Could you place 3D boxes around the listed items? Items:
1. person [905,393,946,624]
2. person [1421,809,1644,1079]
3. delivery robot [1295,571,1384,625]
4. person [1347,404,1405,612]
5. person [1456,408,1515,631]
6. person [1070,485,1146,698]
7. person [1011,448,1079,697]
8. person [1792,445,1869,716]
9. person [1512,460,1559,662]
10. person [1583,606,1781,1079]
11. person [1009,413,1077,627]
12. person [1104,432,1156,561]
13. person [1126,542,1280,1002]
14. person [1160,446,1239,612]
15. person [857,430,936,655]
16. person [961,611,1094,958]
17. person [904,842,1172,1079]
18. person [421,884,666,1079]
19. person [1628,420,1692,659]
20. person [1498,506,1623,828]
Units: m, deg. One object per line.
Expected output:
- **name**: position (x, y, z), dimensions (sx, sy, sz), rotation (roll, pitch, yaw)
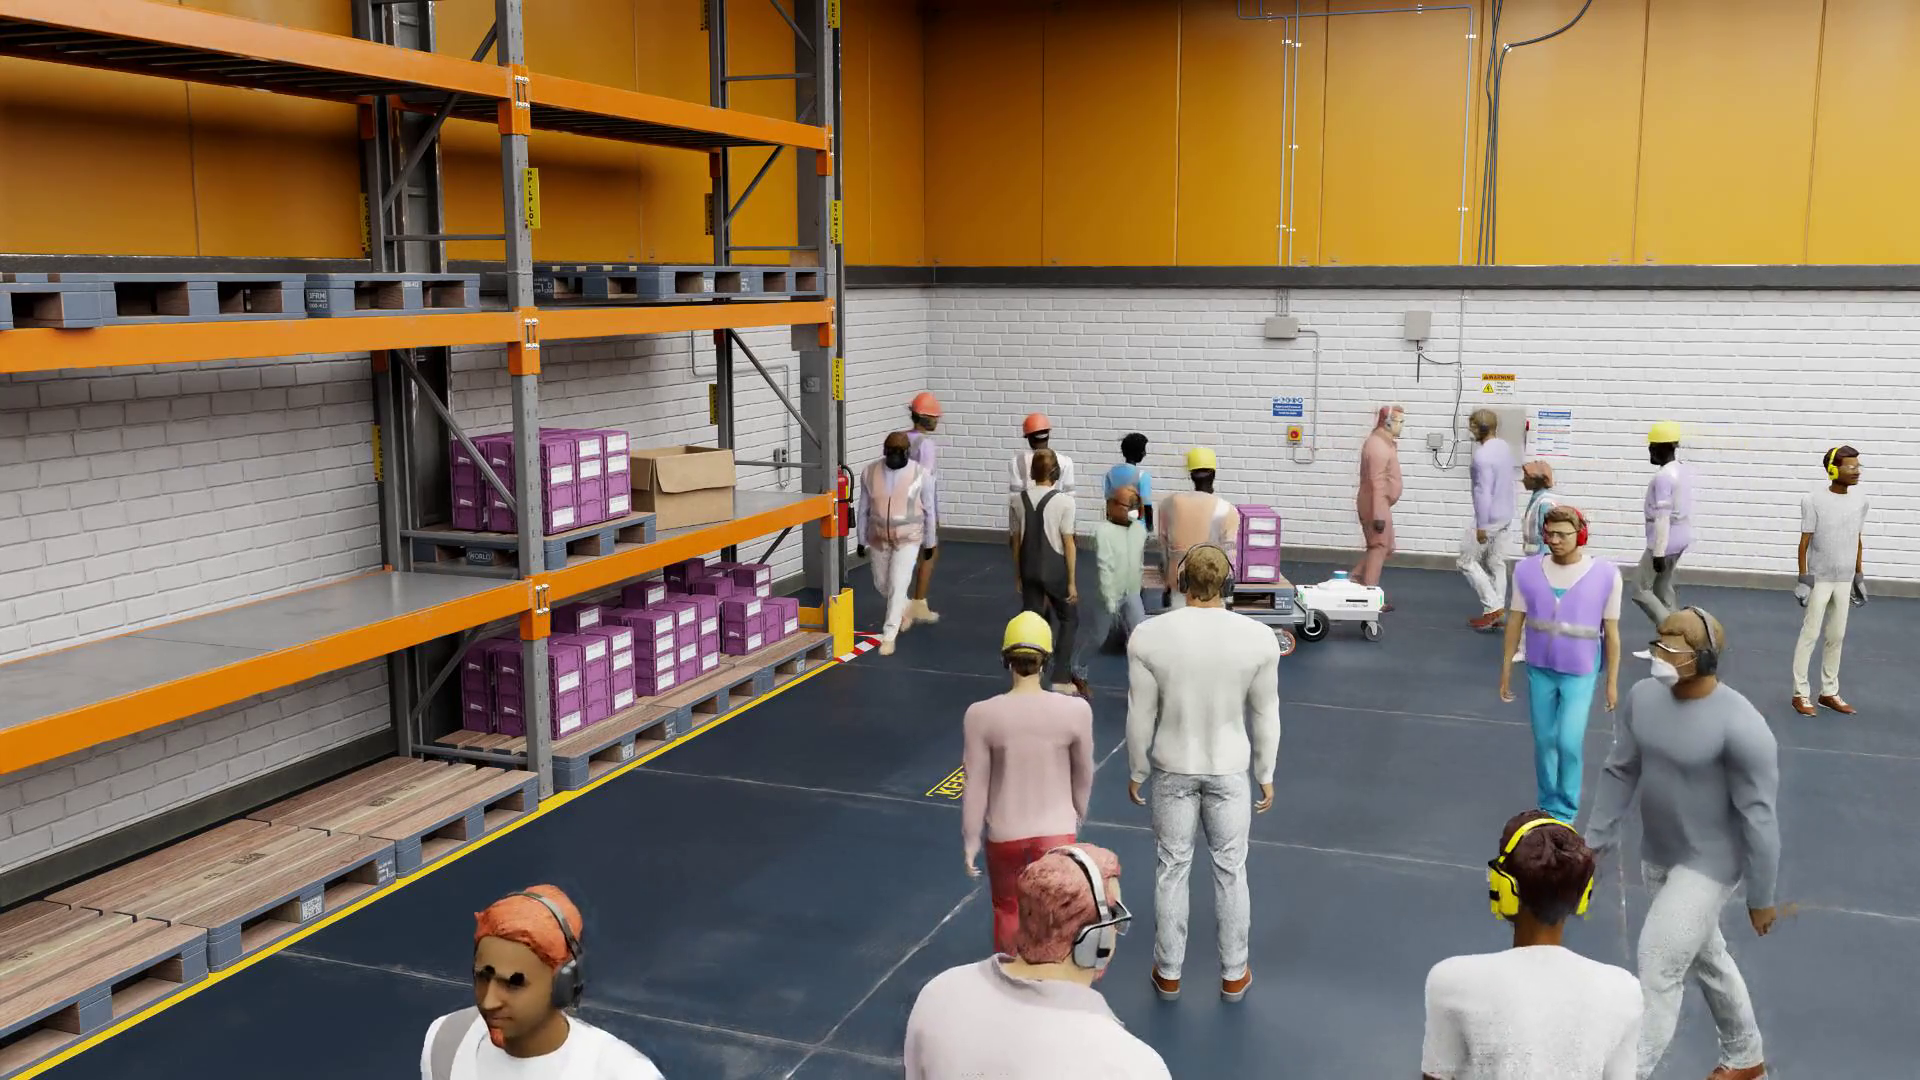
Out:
- **person**: position (-0.363, -0.269, 14.506), dimensions (0.516, 2.020, 0.612), rotation (-5, 10, -28)
- **person**: position (1.261, 1.532, 3.725), dimensions (0.533, 1.849, 0.784), rotation (-1, 9, -8)
- **delivery robot**: position (3.174, 0.504, 13.911), dimensions (0.707, 0.478, 0.477), rotation (1, 9, 6)
- **person**: position (3.774, -0.287, 15.006), dimensions (0.420, 1.886, 0.679), rotation (2, 9, 12)
- **person**: position (4.483, -0.166, 14.152), dimensions (0.437, 1.917, 0.644), rotation (8, 12, 40)
- **person**: position (1.095, 0.392, 11.703), dimensions (0.486, 1.594, 0.873), rotation (-6, 11, -32)
- **person**: position (0.638, 0.261, 11.754), dimensions (0.552, 1.820, 0.656), rotation (5, 11, 30)
- **person**: position (6.022, 0.280, 11.481), dimensions (0.521, 1.877, 0.325), rotation (-2, 9, -10)
- **person**: position (4.576, 0.185, 12.877), dimensions (0.545, 1.614, 0.536), rotation (1, 9, 5)
- **person**: position (2.578, 1.160, 5.930), dimensions (1.007, 1.893, 0.636), rotation (-2, 9, -12)
- **person**: position (0.694, -0.118, 14.004), dimensions (0.570, 1.877, 0.957), rotation (1, 9, 4)
- **person**: position (1.478, -0.096, 14.464), dimensions (0.362, 1.682, 0.537), rotation (-6, 11, -32)
- **person**: position (1.008, 0.969, 6.949), dimensions (0.635, 1.937, 0.352), rotation (1, 9, 6)
- **person**: position (1.633, 0.285, 11.449), dimensions (0.584, 1.874, 0.995), rotation (4, 10, 25)
- **person**: position (-0.505, -0.014, 13.560), dimensions (0.646, 1.806, 0.803), rotation (2, 9, 14)
- **person**: position (0.270, 1.144, 6.551), dimensions (0.524, 1.723, 0.896), rotation (0, 9, 2)
- **person**: position (0.213, 1.548, 3.479), dimensions (0.593, 1.882, 0.672), rotation (-8, 12, -40)
- **person**: position (-0.824, 1.574, 3.468), dimensions (0.568, 1.848, 0.964), rotation (5, 10, 27)
- **person**: position (5.477, 0.017, 13.005), dimensions (0.411, 1.909, 0.594), rotation (7, 12, 38)
- **person**: position (3.156, 0.727, 8.828), dimensions (0.582, 1.824, 0.588), rotation (7, 12, 39)
